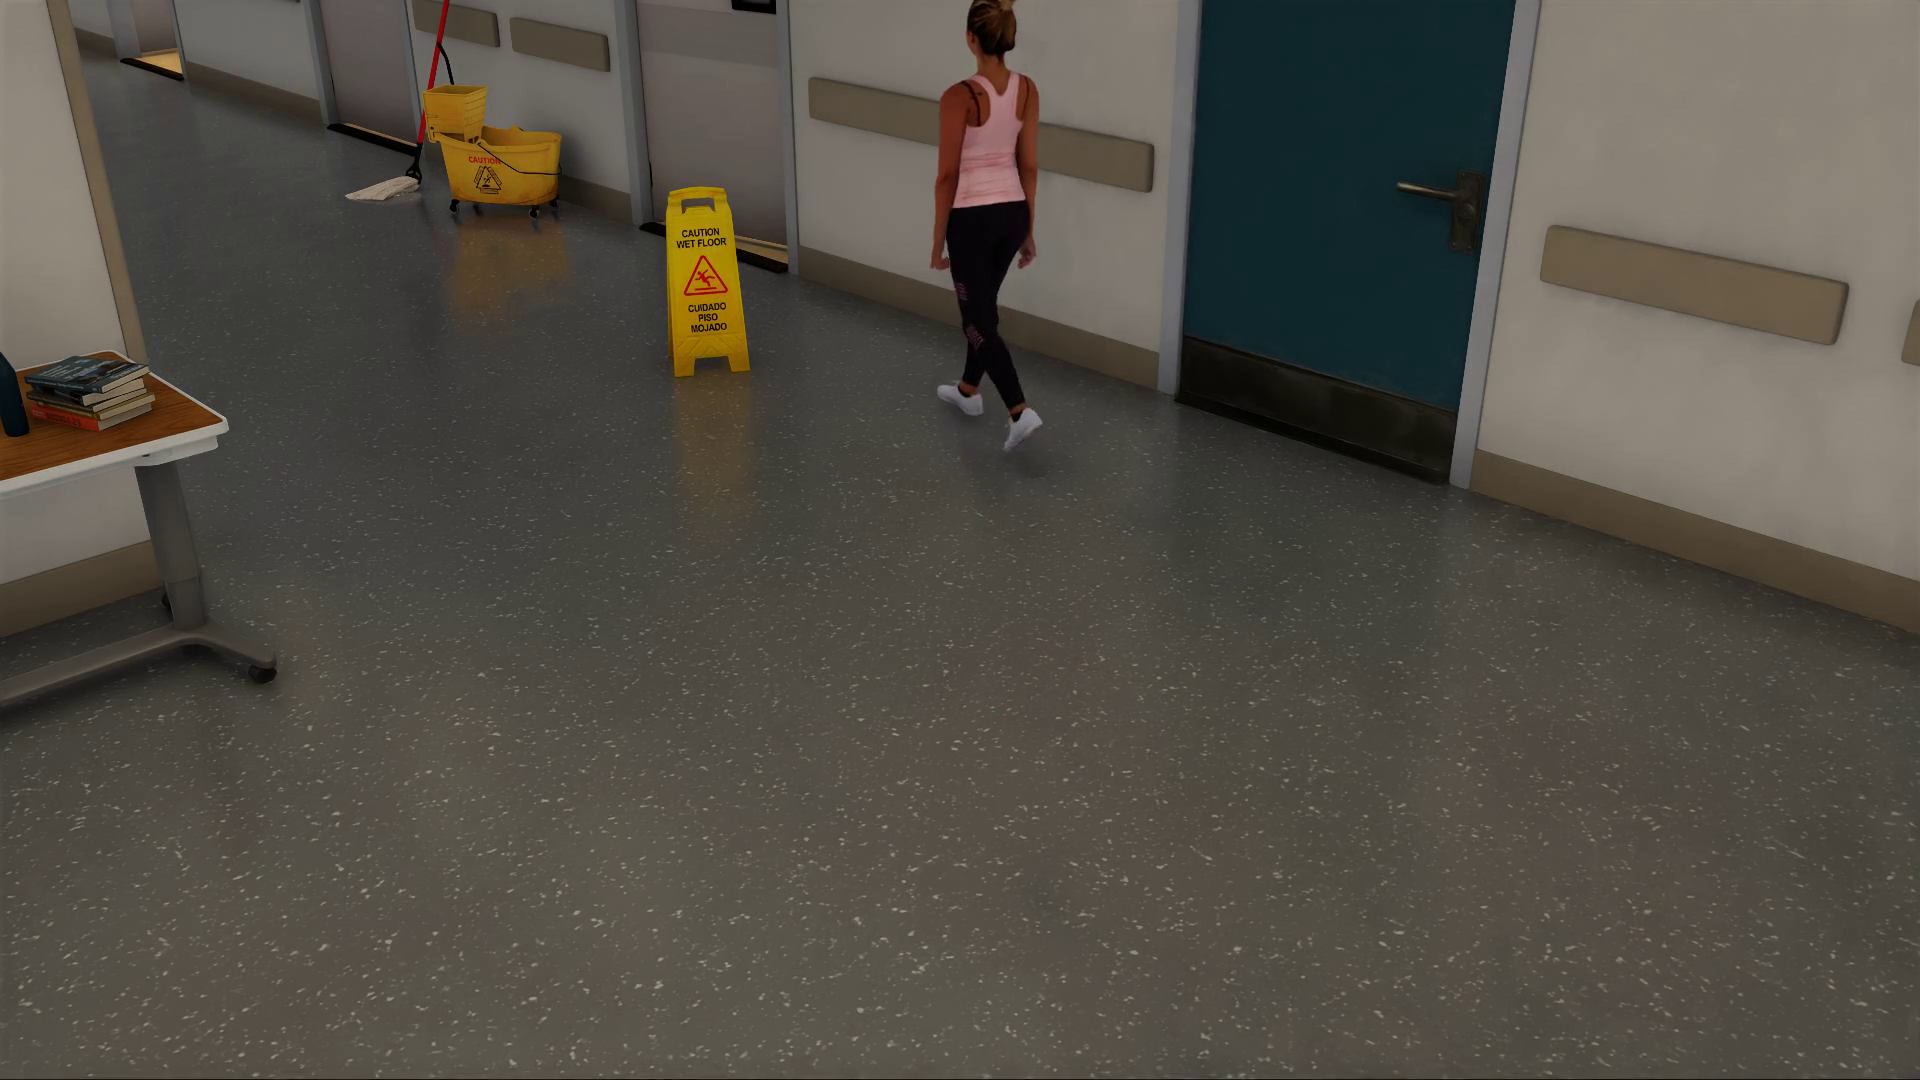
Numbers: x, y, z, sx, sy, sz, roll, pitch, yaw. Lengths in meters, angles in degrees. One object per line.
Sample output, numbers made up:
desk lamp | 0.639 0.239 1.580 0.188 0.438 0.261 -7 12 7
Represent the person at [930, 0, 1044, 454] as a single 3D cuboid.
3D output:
person | 0.135 -1.110 5.998 0.734 1.616 1.091 -15 30 -29
